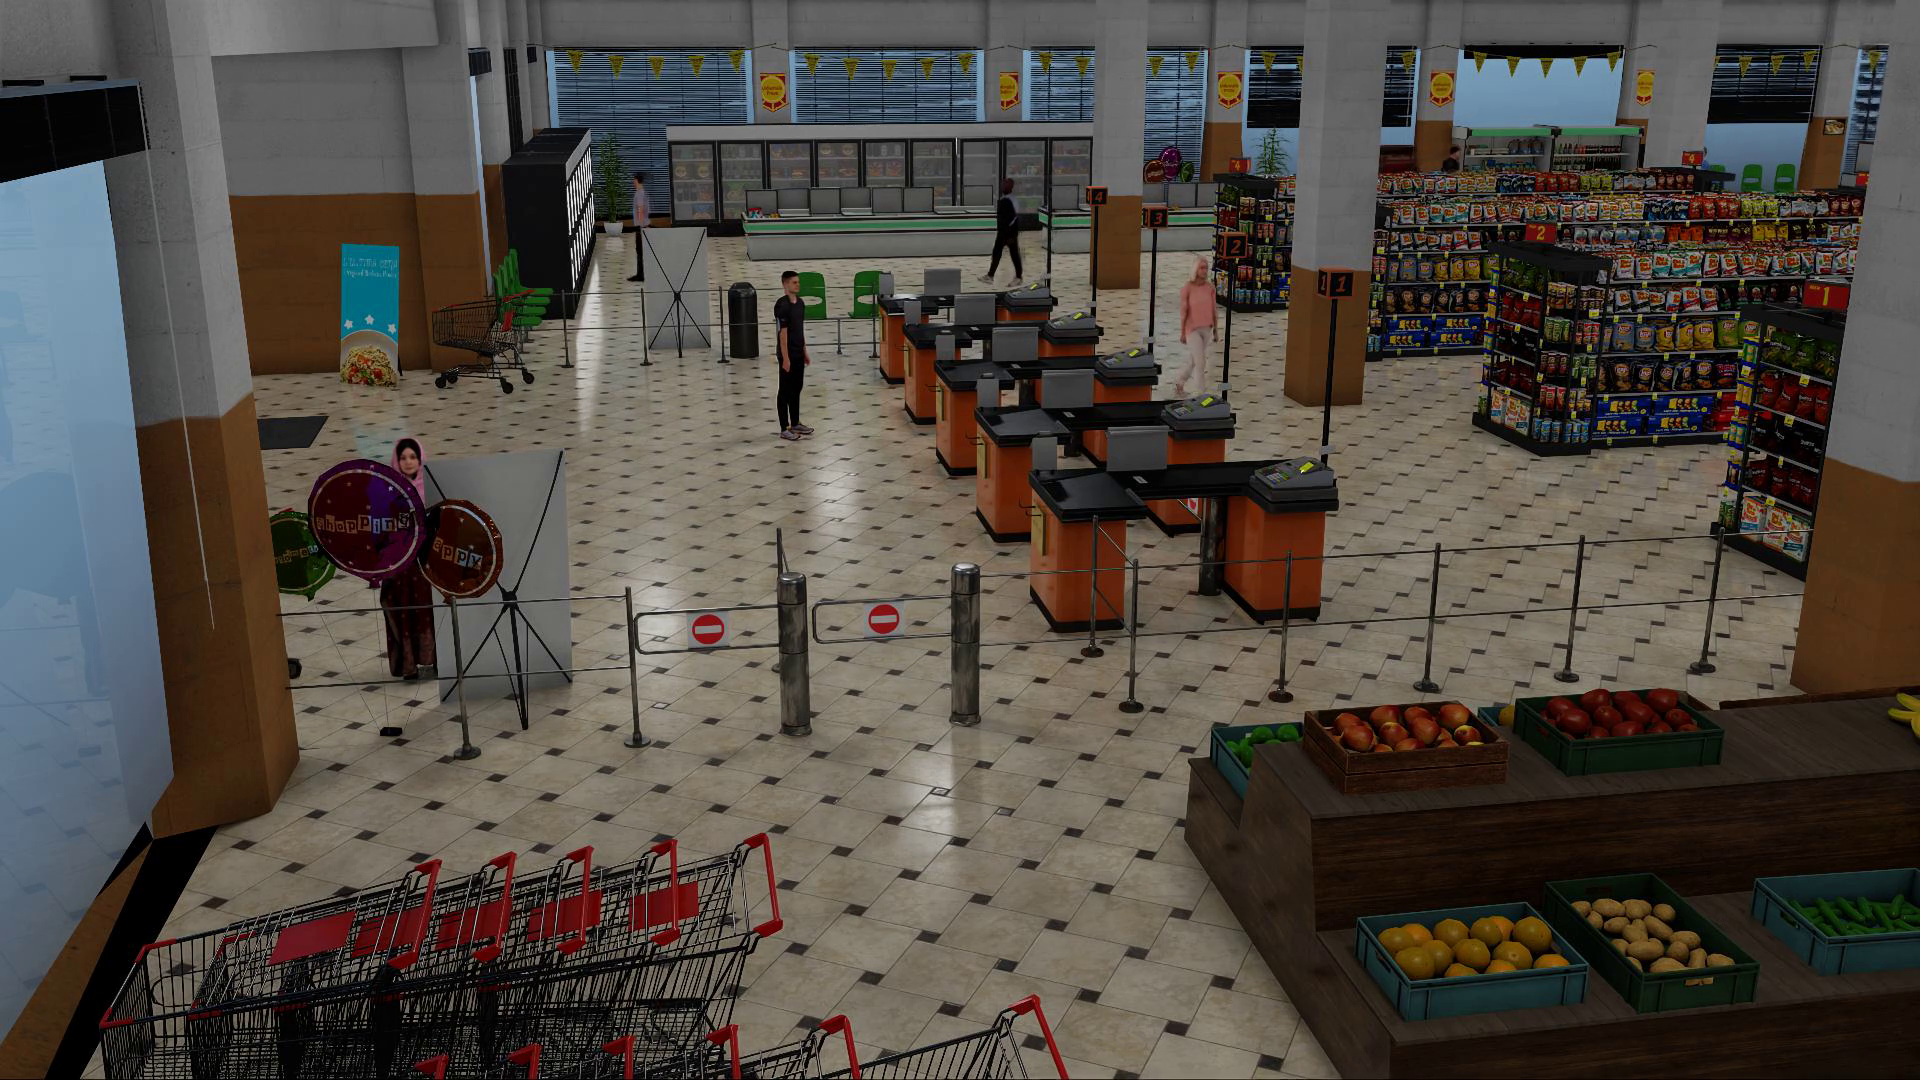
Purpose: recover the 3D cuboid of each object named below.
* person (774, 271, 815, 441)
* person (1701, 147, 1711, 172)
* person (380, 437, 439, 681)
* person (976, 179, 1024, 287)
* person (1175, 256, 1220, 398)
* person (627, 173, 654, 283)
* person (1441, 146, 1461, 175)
[{"bbox_3d":[-1.782,-1.966,17.605,0.732,1.764,0.721,7,18,23],"label":"person"},{"bbox_3d":[16.200,-7.636,36.273,1.141,1.768,0.716,-2,17,-7],"label":"person"},{"bbox_3d":[-3.581,0.118,10.961,0.652,1.637,0.793,-9,19,-27],"label":"person"},{"bbox_3d":[0.895,-5.203,28.205,1.207,1.800,0.985,-11,20,-32],"label":"person"},{"bbox_3d":[2.704,-2.405,19.180,1.111,1.689,0.851,-8,19,-24],"label":"person"},{"bbox_3d":[-5.442,-5.430,28.885,0.984,1.839,0.825,-2,17,-6],"label":"person"},{"bbox_3d":[10.499,-7.560,36.002,1.285,1.780,0.706,-5,17,-15],"label":"person"}]
